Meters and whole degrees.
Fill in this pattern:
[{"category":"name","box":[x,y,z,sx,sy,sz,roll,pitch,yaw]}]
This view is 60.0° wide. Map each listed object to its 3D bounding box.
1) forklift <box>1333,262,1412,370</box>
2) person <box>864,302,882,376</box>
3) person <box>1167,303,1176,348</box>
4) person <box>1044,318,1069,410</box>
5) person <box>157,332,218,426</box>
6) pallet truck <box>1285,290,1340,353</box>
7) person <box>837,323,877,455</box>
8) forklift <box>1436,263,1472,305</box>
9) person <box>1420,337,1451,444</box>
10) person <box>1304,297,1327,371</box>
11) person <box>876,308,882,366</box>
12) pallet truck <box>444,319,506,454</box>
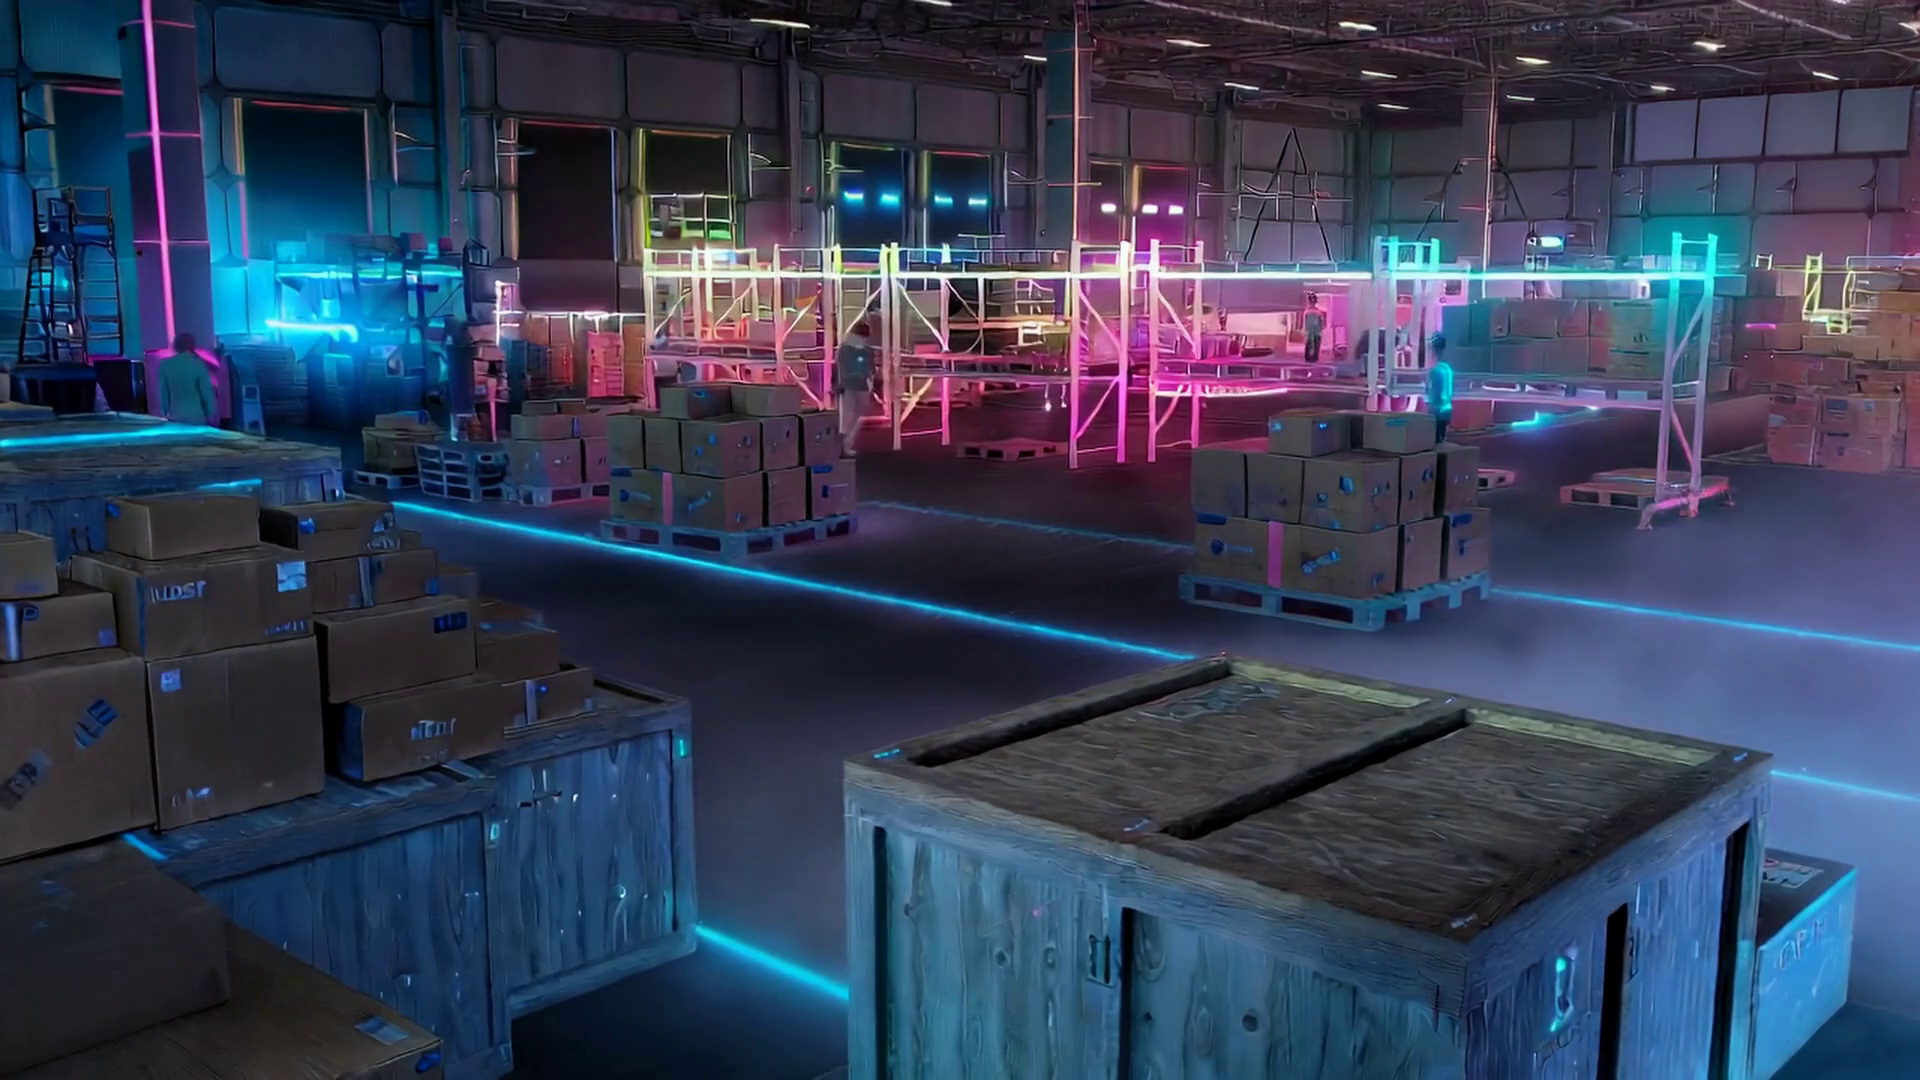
[{"category":"forklift","box":[10.647,-5.760,42.863,1.129,2.768,1.873,-6,11,-33]},{"category":"person","box":[-2.086,-4.888,40.670,0.558,1.867,1.120,4,10,22]},{"category":"person","box":[5.939,-5.797,46.709,0.315,1.695,0.541,0,9,2]},{"category":"person","box":[1.824,-3.319,31.413,0.485,1.736,0.345,-2,9,-12]},{"category":"person","box":[-9.032,-1.476,19.521,0.649,1.919,0.448,1,9,6]},{"category":"pallet truck","box":[11.297,-6.951,52.861,1.885,1.965,0.823,-5,11,-29]},{"category":"person","box":[-1.502,-2.167,23.855,0.673,1.892,0.568,-7,12,-37]},{"category":"forklift","box":[13.567,-6.255,45.894,1.873,2.768,1.129,-8,12,-39]},{"category":"person","box":[5.428,-1.372,19.003,0.337,1.882,0.585,4,10,21]},{"category":"person","box":[9.236,-5.349,43.273,0.629,1.929,0.357,6,11,31]},{"category":"person","box":[-2.154,-5.383,44.381,0.313,1.632,0.522,-2,9,-9]},{"category":"pallet truck","box":[-6.981,-1.942,22.150,1.885,1.965,0.823,1,9,9]}]
